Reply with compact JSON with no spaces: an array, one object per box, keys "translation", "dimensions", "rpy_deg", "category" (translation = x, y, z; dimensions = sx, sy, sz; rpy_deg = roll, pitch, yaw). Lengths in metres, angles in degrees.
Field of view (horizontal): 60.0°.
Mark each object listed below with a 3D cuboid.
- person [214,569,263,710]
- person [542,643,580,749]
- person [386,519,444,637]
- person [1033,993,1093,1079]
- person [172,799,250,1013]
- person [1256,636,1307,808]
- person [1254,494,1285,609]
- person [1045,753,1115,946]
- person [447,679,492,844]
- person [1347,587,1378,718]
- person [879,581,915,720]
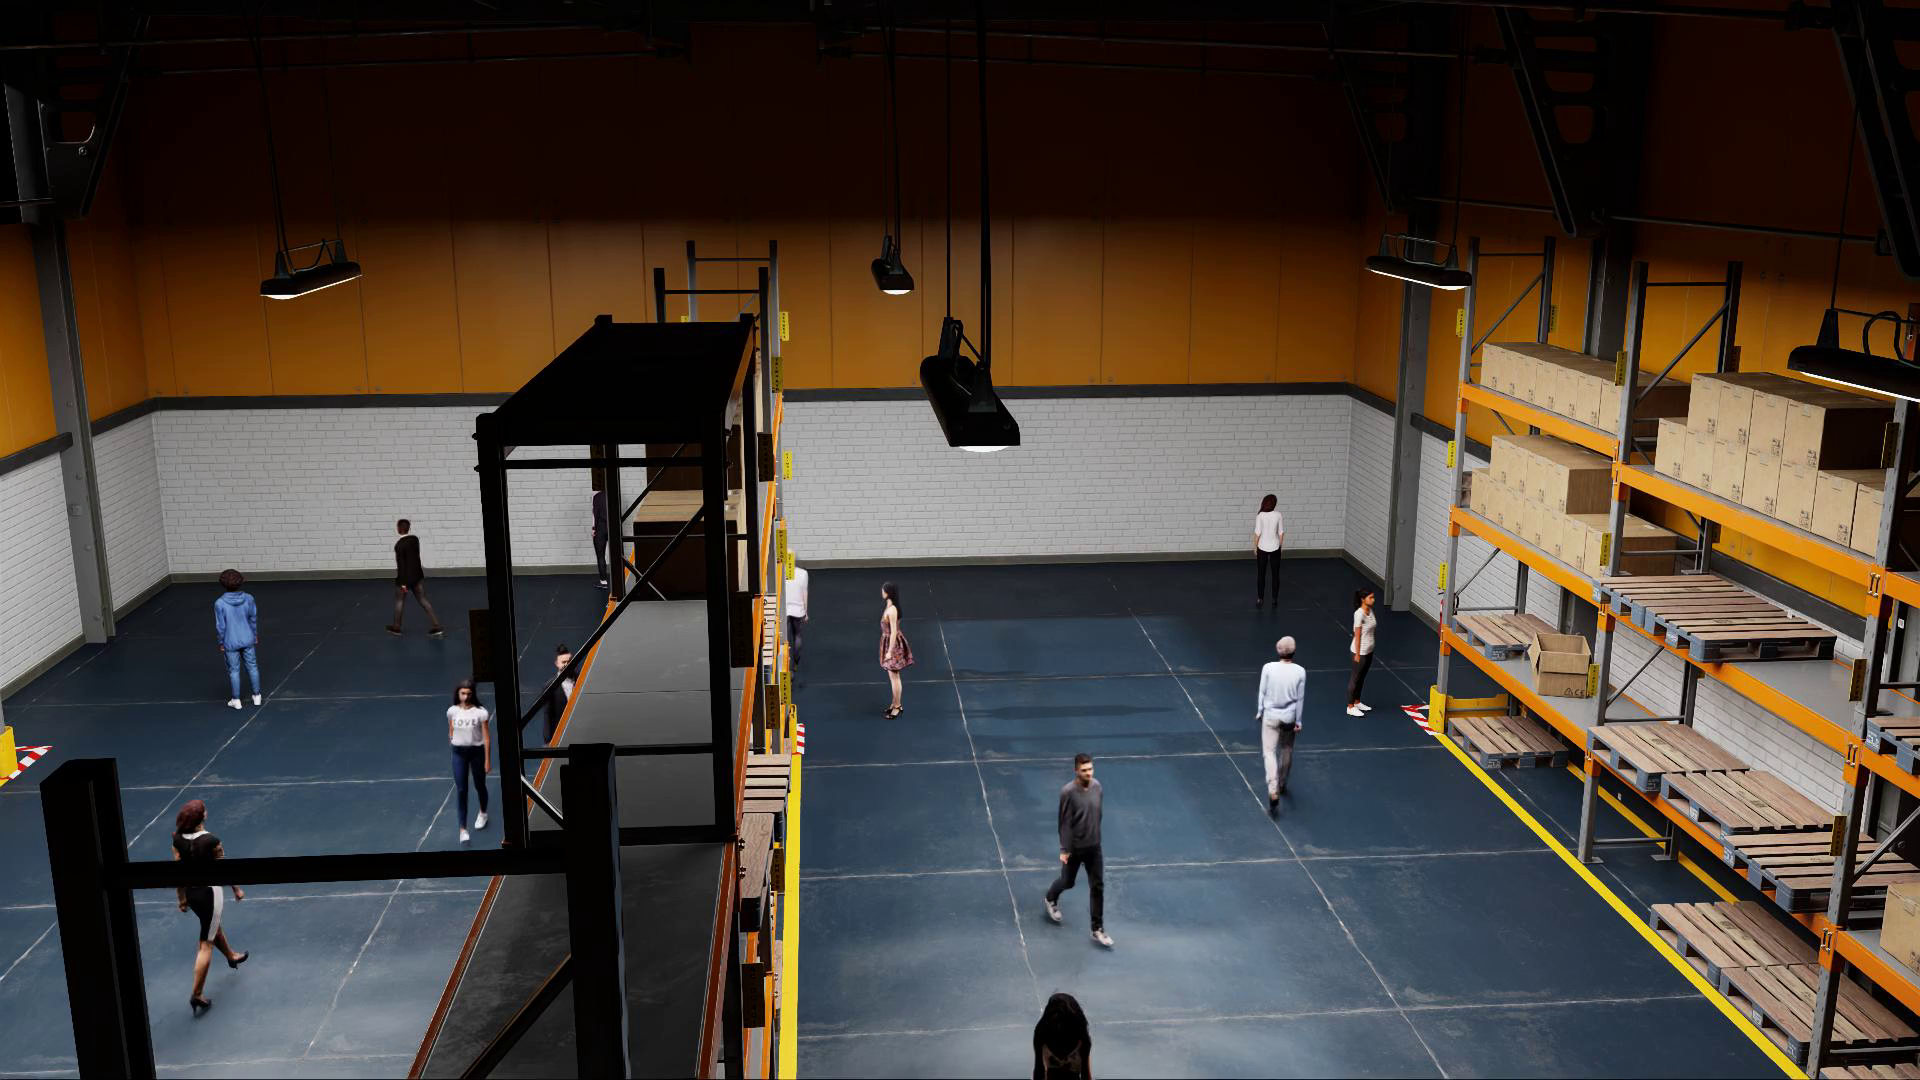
[{"translation":[-9.212,1.249,21.226],"dimensions":[0.762,1.811,0.773],"rpy_deg":[-10,17,-37],"category":"person"},{"translation":[-4.181,2.025,17.761],"dimensions":[0.942,1.933,1.152],"rpy_deg":[-7,15,-25],"category":"person"},{"translation":[-7.872,0.592,24.060],"dimensions":[1.136,1.755,1.244],"rpy_deg":[6,15,24],"category":"person"},{"translation":[0.714,3.773,11.234],"dimensions":[0.674,1.607,0.963],"rpy_deg":[1,14,6],"category":"person"},{"translation":[-6.322,3.066,13.829],"dimensions":[0.831,1.761,1.173],"rpy_deg":[3,14,13],"category":"person"},{"translation":[3.468,1.994,18.042],"dimensions":[0.831,1.861,1.265],"rpy_deg":[1,14,6],"category":"person"},{"translation":[4.784,0.164,25.740],"dimensions":[0.617,1.795,0.530],"rpy_deg":[0,14,-1],"category":"person"},{"translation":[1.049,2.761,15.149],"dimensions":[0.970,1.733,1.226],"rpy_deg":[-8,16,-30],"category":"person"},{"translation":[-5.083,2.237,17.301],"dimensions":[0.615,1.738,1.077],"rpy_deg":[0,14,2],"category":"person"},{"translation":[5.074,1.389,21.000],"dimensions":[0.703,1.646,0.634],"rpy_deg":[10,17,36],"category":"person"},{"translation":[-0.845,1.366,20.821],"dimensions":[0.731,1.775,0.615],"rpy_deg":[0,14,0],"category":"person"}]
